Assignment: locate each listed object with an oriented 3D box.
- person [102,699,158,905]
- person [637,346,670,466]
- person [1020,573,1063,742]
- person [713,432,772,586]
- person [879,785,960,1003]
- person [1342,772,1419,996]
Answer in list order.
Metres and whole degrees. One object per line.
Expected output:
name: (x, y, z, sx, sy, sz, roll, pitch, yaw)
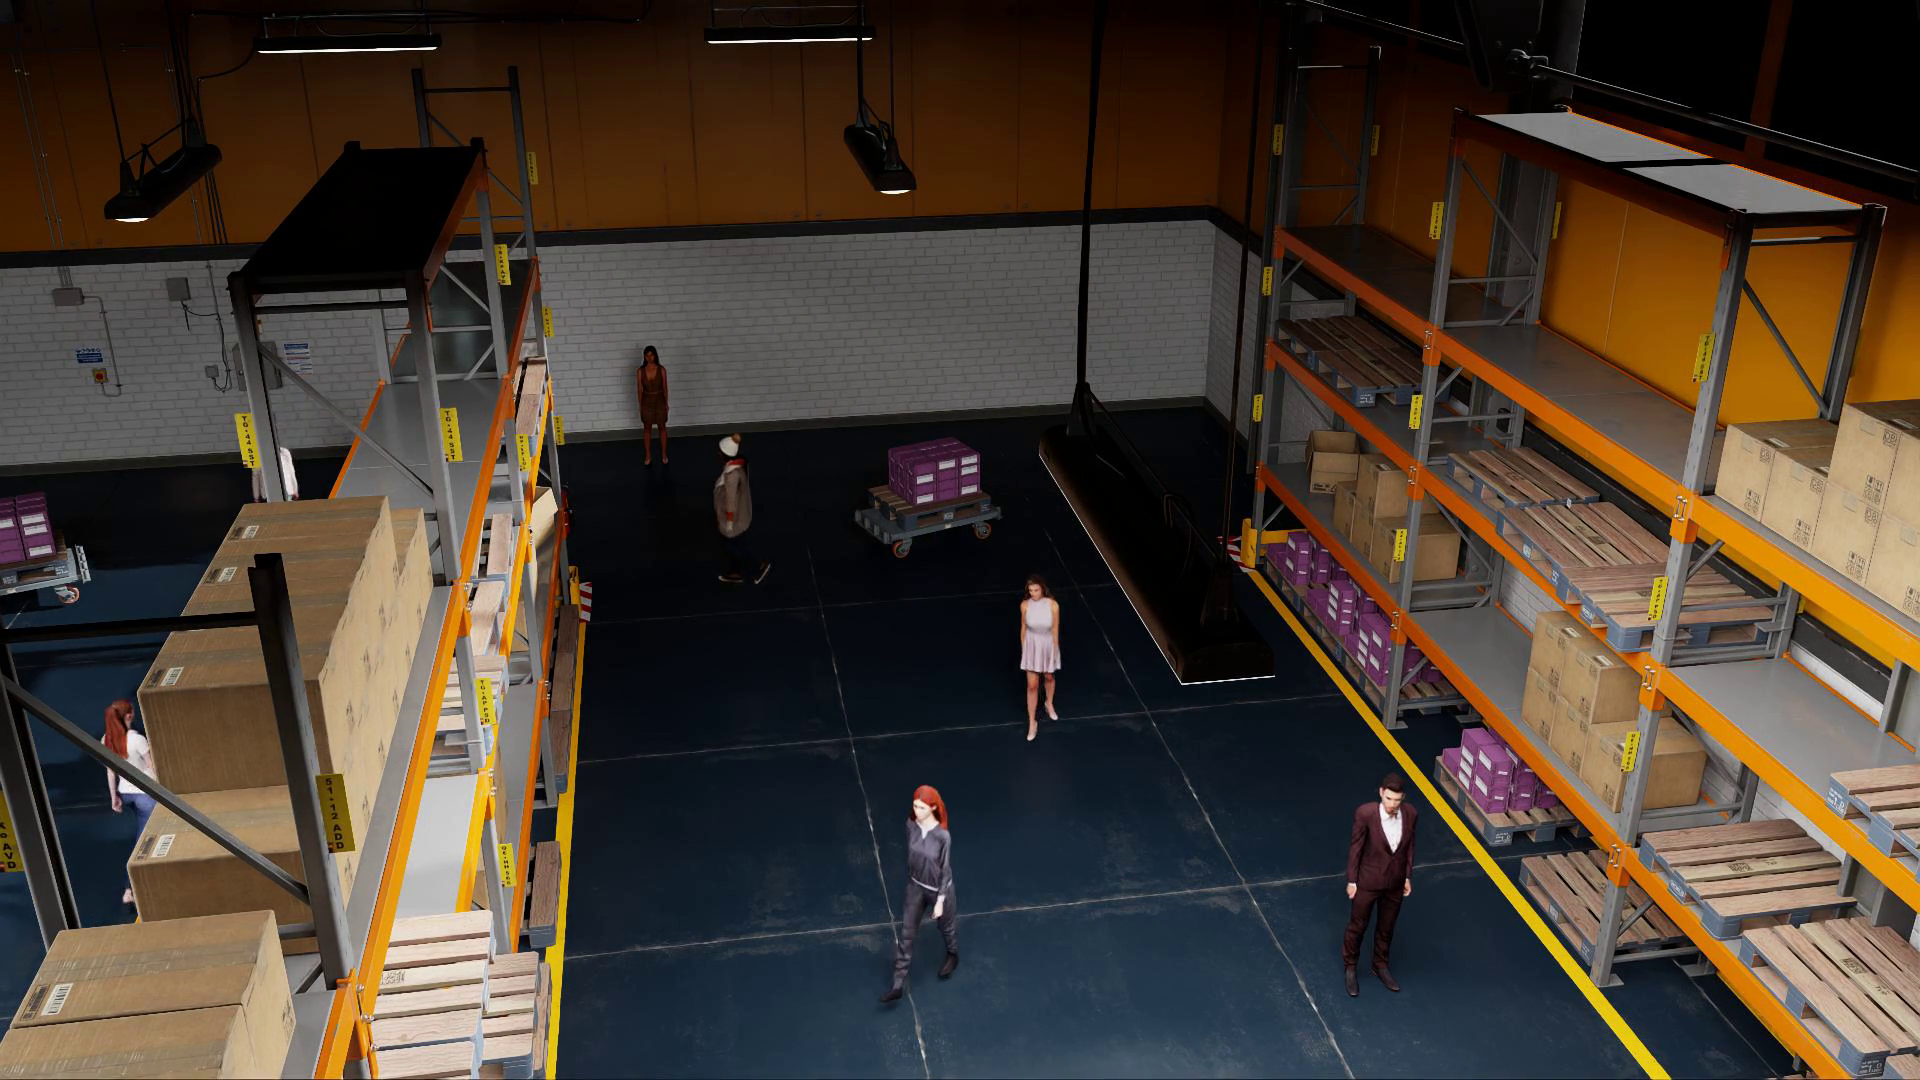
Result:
person: (-6.778, 2.162, 13.631, 0.887, 1.692, 1.228, 5, 24, 10)
person: (-4.201, -1.854, 22.823, 0.551, 1.689, 0.500, -3, 24, -7)
person: (0.798, 1.066, 16.092, 0.717, 1.729, 0.911, 2, 24, 5)
person: (-2.508, -0.328, 19.100, 0.880, 1.875, 0.907, 1, 24, 3)
person: (-0.165, 2.606, 12.564, 1.042, 1.734, 1.128, 14, 27, 29)
person: (3.161, 2.548, 12.535, 0.669, 1.863, 0.584, -3, 24, -7)
